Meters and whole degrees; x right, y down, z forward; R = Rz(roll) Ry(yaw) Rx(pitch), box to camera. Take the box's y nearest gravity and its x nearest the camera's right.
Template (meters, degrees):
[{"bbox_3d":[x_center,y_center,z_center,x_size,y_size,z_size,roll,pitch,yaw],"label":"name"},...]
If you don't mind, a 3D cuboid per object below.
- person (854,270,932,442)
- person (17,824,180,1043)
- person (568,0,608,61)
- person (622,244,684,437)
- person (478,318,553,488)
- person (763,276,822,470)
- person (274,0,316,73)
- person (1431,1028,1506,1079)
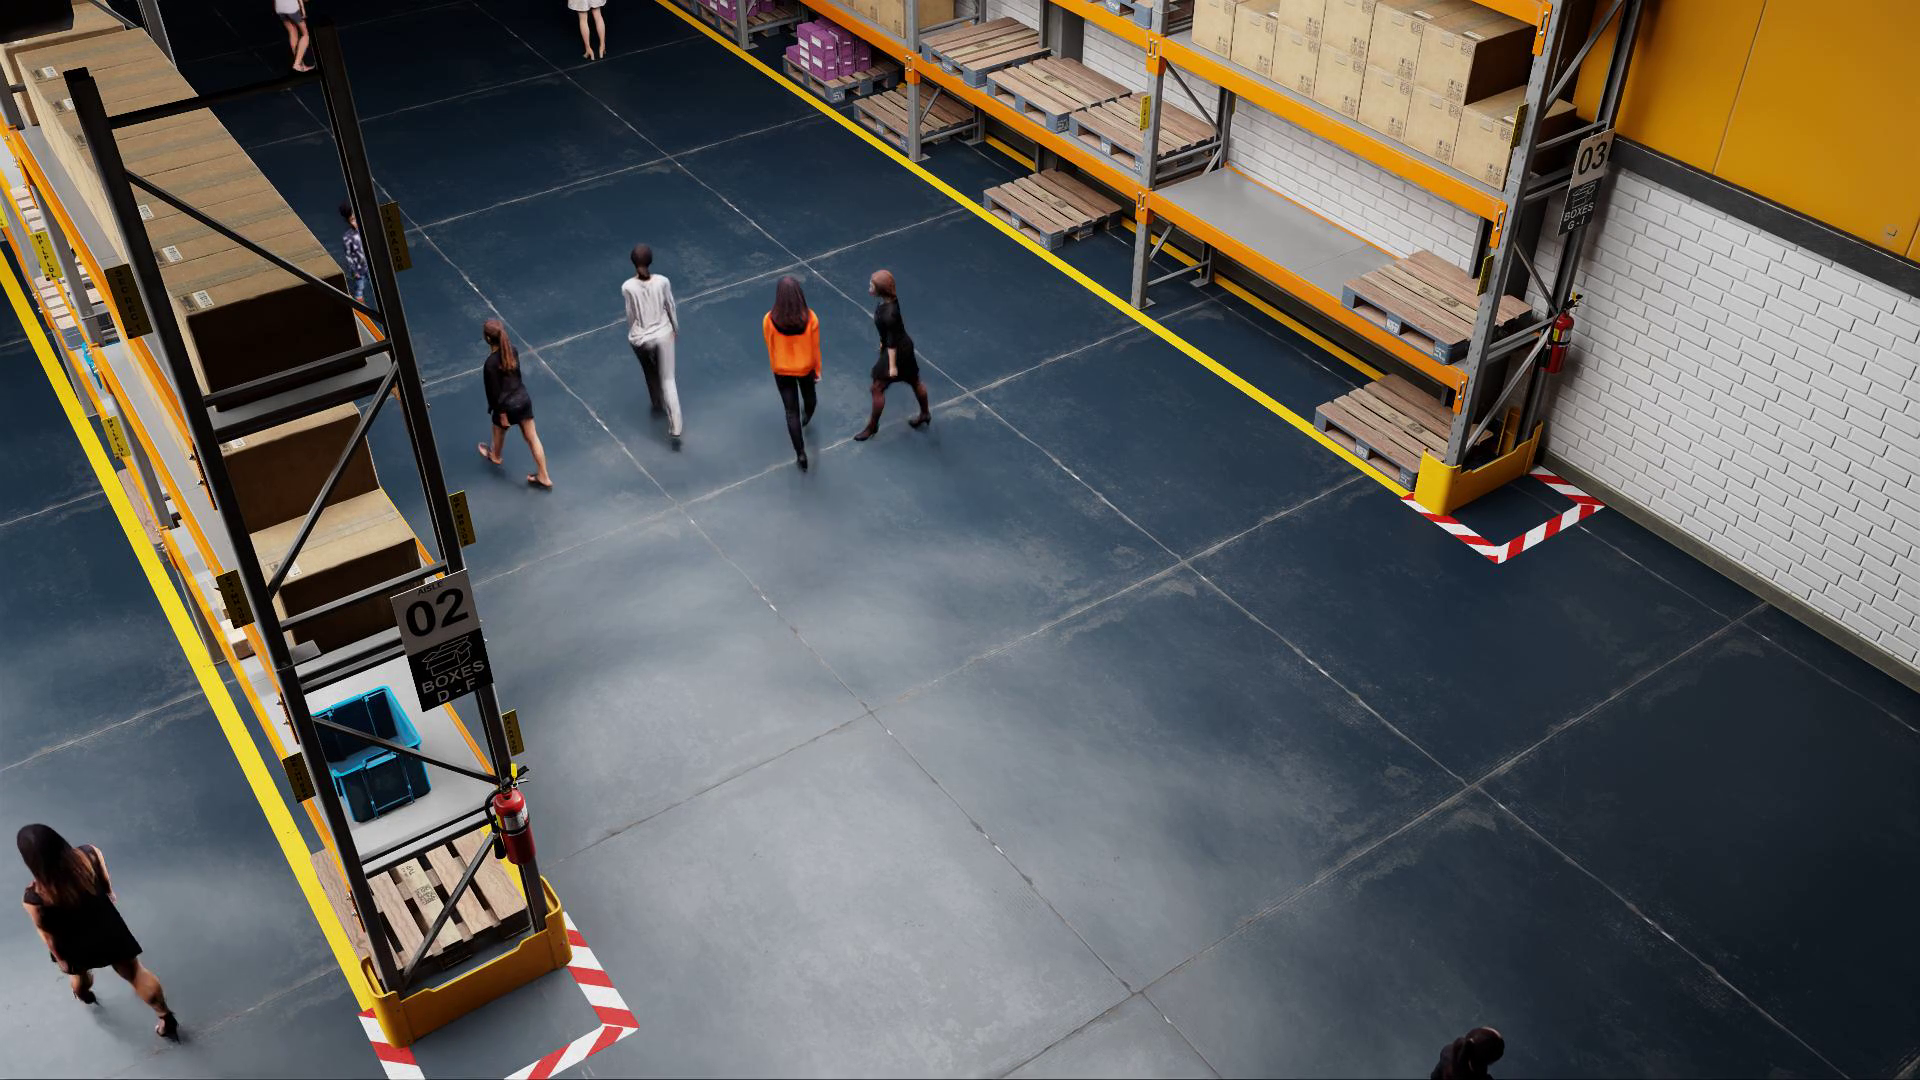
[{"bbox_3d":[-0.487,-1.583,14.303,0.965,1.661,0.954,6,39,8],"label":"person"},{"bbox_3d":[-4.865,2.284,9.458,1.162,1.665,0.944,20,43,23],"label":"person"},{"bbox_3d":[-4.716,-6.934,20.913,0.677,1.775,0.669,-18,42,-21],"label":"person"},{"bbox_3d":[-2.622,-1.674,14.357,0.817,1.736,1.147,-10,40,-13],"label":"person"},{"bbox_3d":[-3.665,-1.097,13.812,1.098,1.514,0.776,23,44,26],"label":"person"},{"bbox_3d":[-1.383,-1.363,13.983,0.898,1.716,1.135,-6,39,-7],"label":"person"},{"bbox_3d":[-8.268,-6.493,20.403,0.824,1.722,0.879,8,39,10],"label":"person"},{"bbox_3d":[2.532,3.030,8.486,0.647,1.712,0.446,-20,43,-23],"label":"person"}]
